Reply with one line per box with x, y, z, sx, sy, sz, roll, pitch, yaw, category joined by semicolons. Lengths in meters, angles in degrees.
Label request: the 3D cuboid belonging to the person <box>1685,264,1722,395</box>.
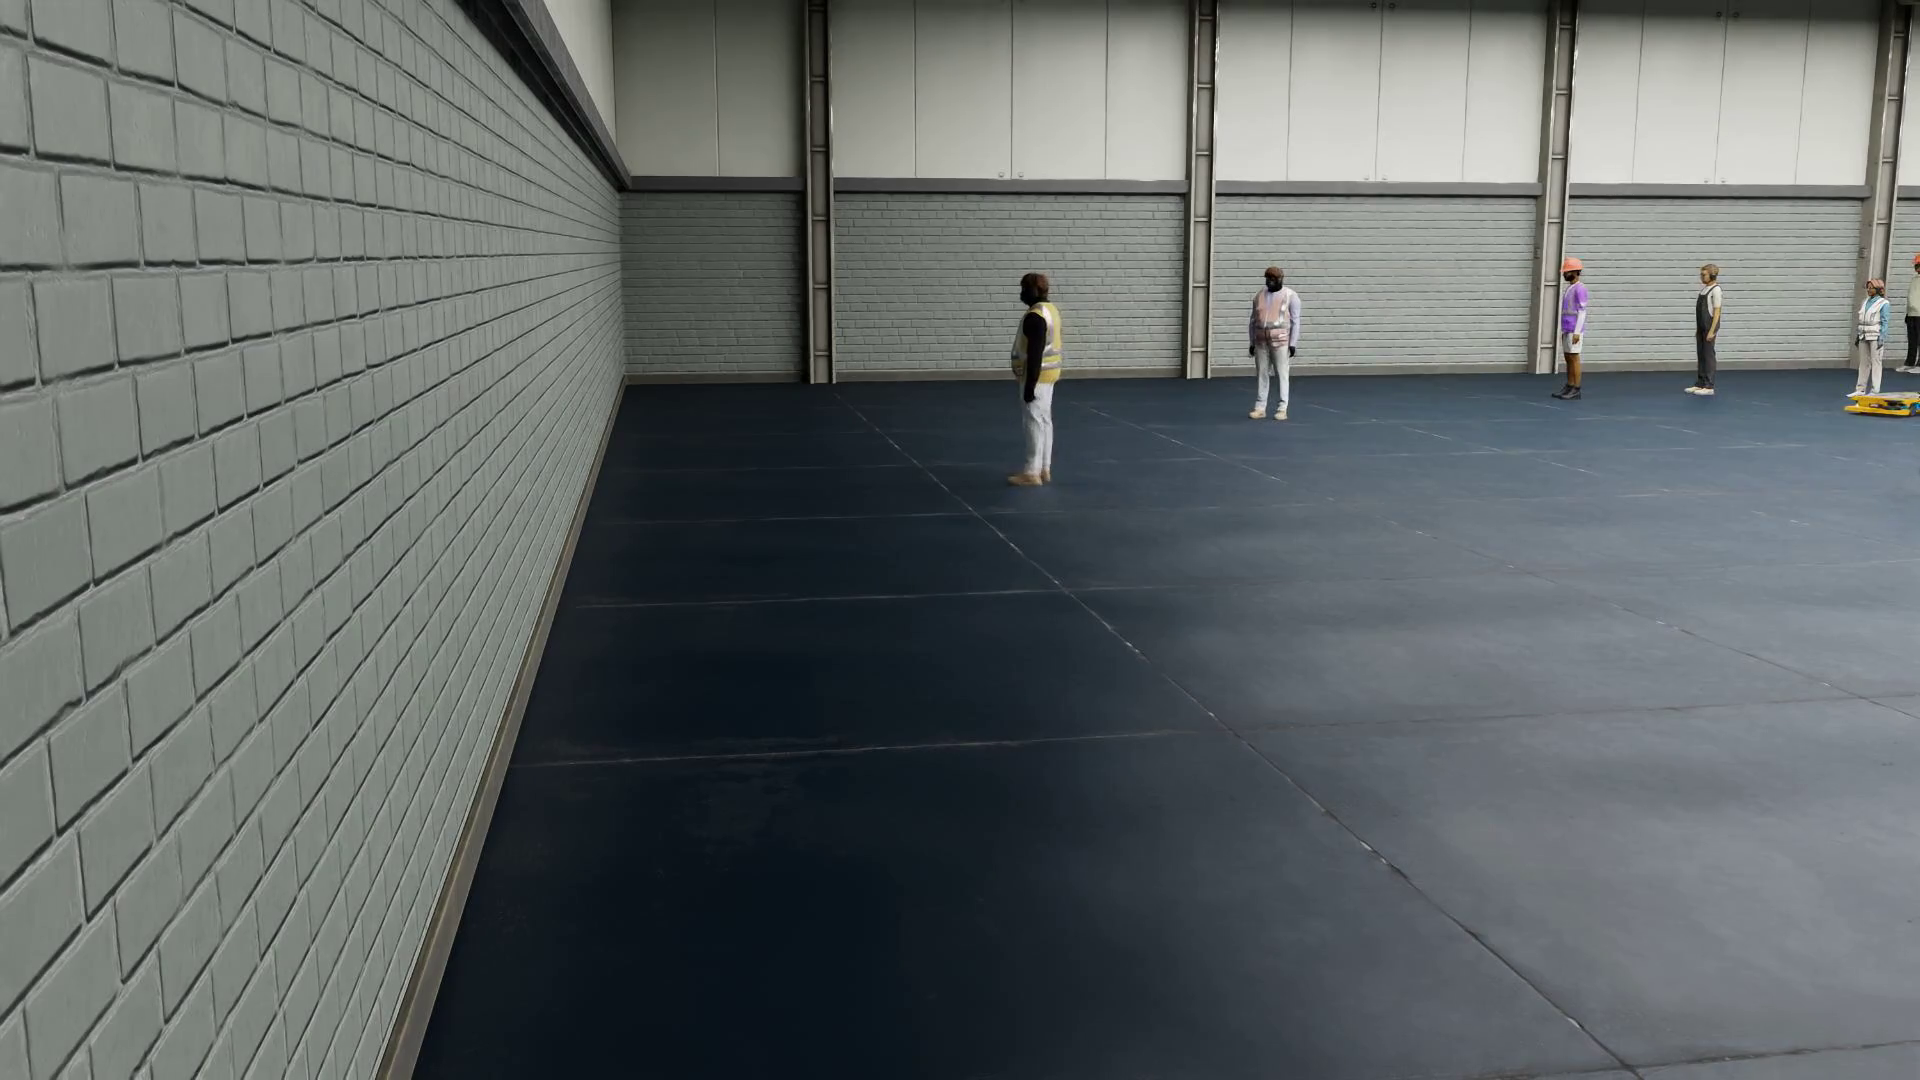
10.552;-2.972;23.522;0.339;1.844;0.522;0;10;1;person

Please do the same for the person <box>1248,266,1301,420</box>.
3.768;-2.372;20.071;0.633;1.841;0.429;7;12;37;person

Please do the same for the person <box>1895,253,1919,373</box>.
15.987;-3.784;27.751;0.374;1.997;0.613;0;10;-3;person

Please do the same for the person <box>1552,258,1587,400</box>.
8.345;-2.885;22.754;0.377;1.932;0.552;0;10;2;person

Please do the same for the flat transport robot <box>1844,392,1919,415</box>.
11.771;-1.710;20.778;1.431;0.197;0.652;-6;12;-32;flat transport robot

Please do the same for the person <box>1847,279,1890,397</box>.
12.531;-2.758;22.872;0.310;1.642;0.514;-2;10;-12;person

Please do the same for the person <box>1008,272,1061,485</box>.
0.657;-1.401;14.487;0.429;1.844;0.631;3;10;15;person
